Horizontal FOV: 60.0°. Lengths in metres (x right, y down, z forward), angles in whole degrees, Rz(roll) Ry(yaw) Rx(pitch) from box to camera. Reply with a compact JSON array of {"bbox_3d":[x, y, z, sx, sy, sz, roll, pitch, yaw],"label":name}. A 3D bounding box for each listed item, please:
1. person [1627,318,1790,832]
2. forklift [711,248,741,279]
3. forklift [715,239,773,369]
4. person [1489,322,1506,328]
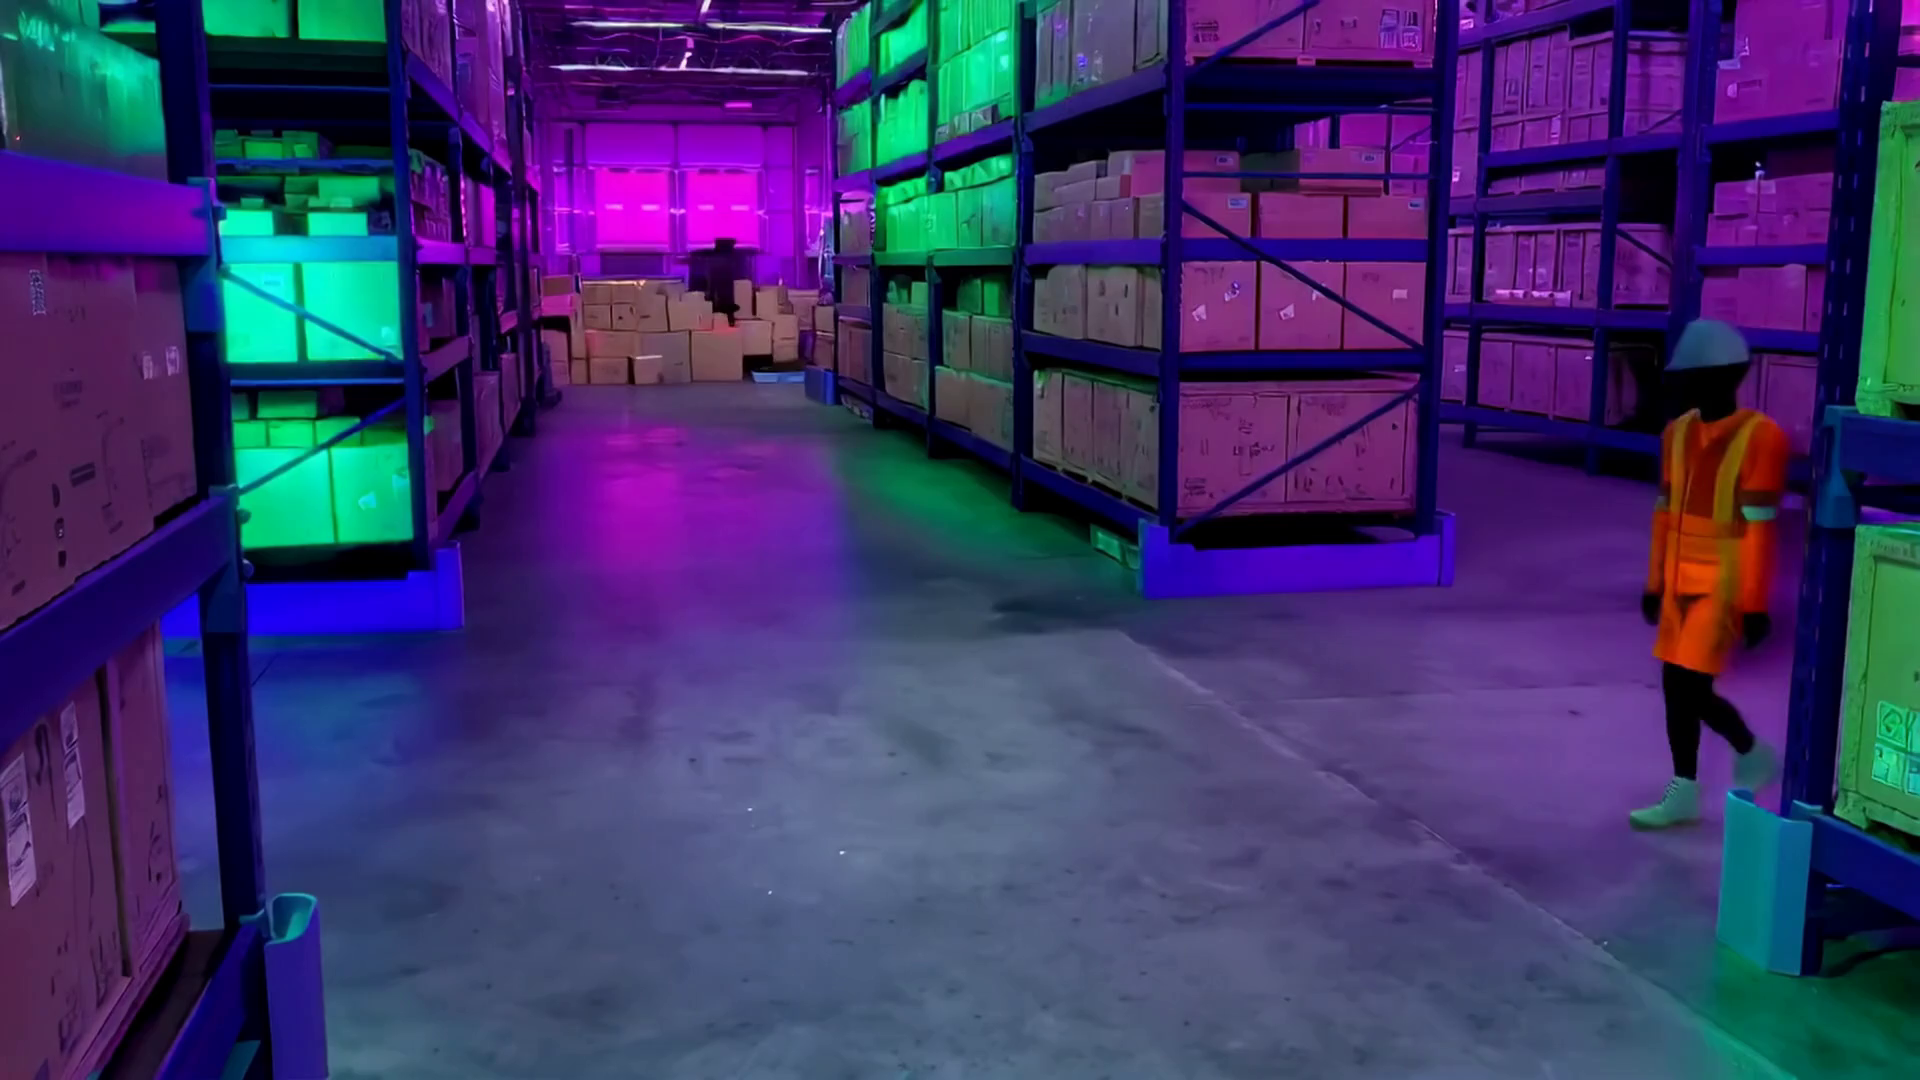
[{"bbox_3d":[2.905,0.161,6.441,0.490,2.023,0.628,-2,10,-14],"label":"person"},{"bbox_3d":[-7.372,-7.854,52.695,1.129,2.768,1.873,-8,12,-40],"label":"forklift"},{"bbox_3d":[-5.072,-5.133,36.108,1.873,2.768,1.129,-2,10,-13],"label":"forklift"},{"bbox_3d":[10.056,-3.832,31.046,0.364,1.935,0.553,2,10,13],"label":"person"}]
